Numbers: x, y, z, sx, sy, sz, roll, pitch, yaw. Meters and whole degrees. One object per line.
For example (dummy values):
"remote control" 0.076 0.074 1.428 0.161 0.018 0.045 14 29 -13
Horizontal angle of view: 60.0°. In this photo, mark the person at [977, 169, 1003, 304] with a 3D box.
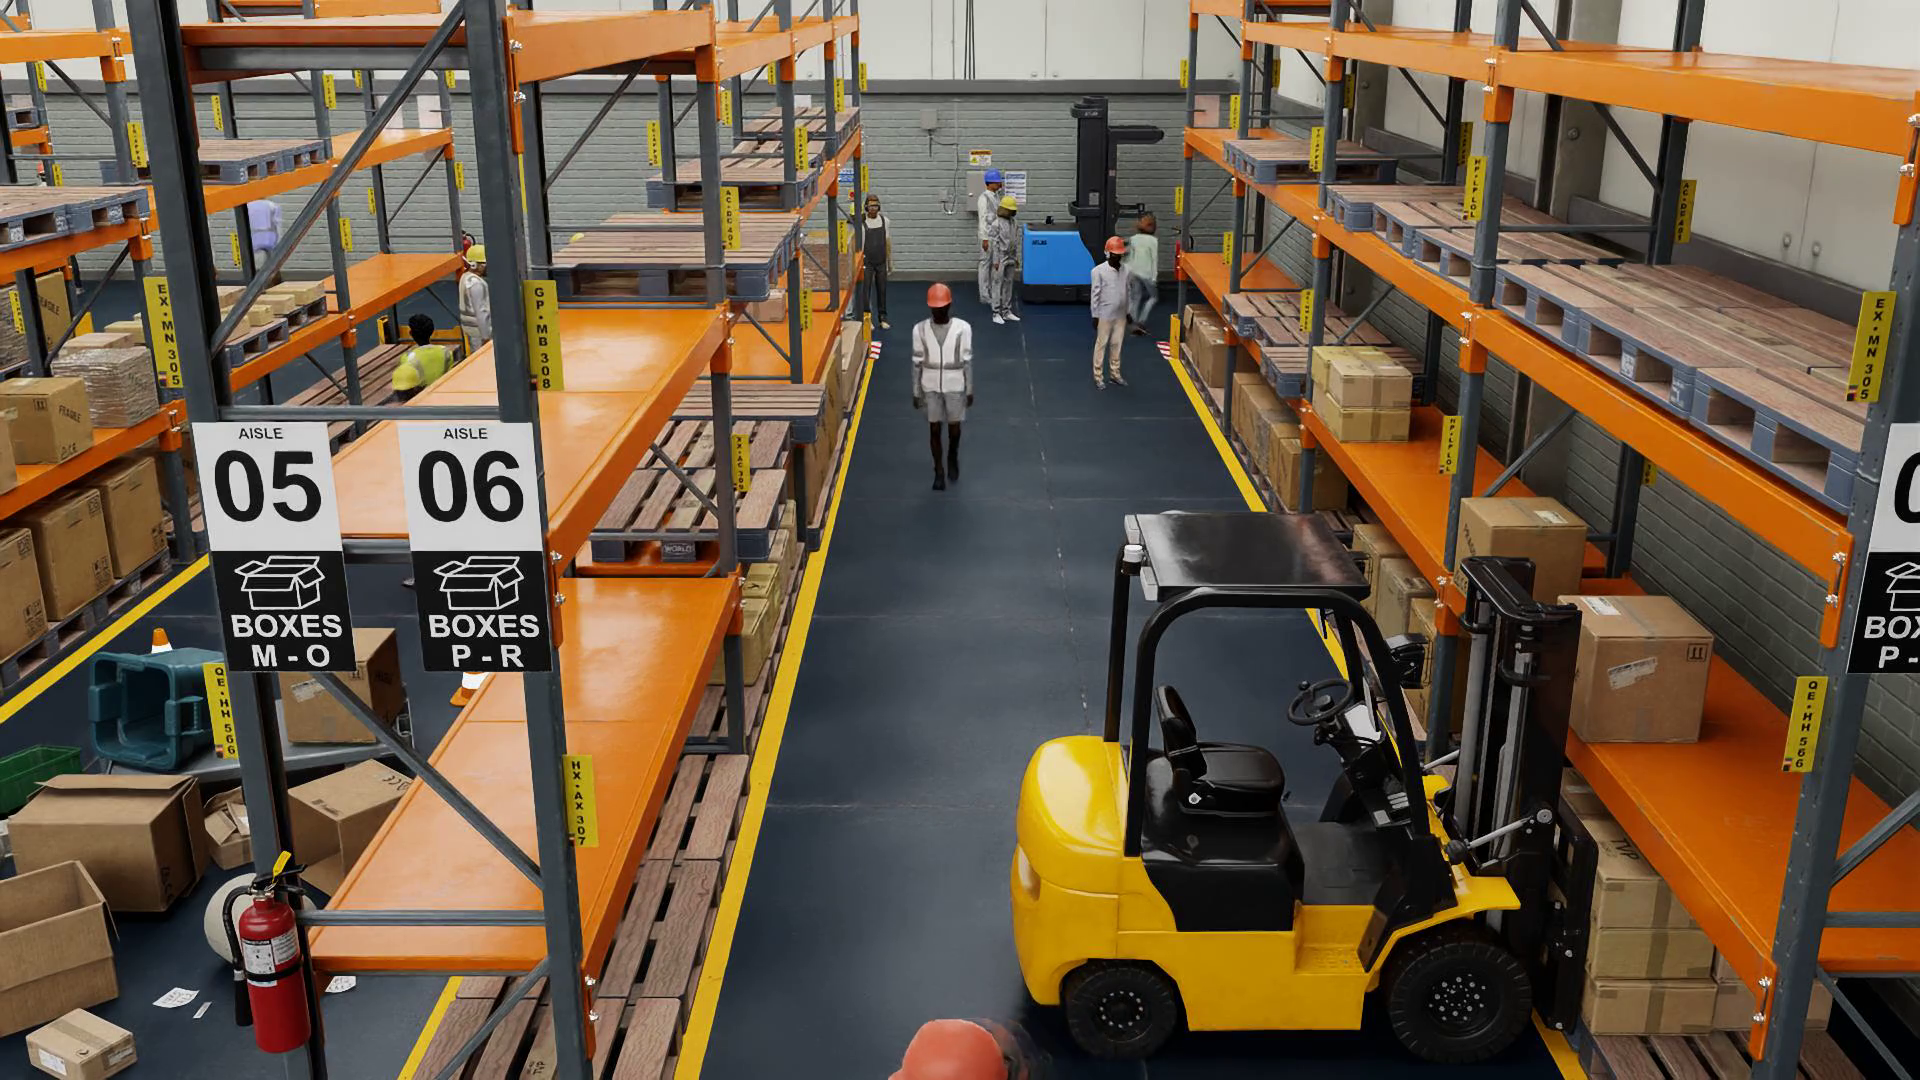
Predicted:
"person" 0.450 -4.459 24.436 0.387 1.948 0.602 7 20 20

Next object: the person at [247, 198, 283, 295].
"person" -10.006 -4.251 23.918 0.545 1.892 0.952 -4 19 -13

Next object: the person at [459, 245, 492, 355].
"person" -5.195 -2.277 18.032 0.404 1.824 0.591 -9 20 -26

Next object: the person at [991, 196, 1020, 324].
"person" 0.642 -3.878 23.005 0.302 1.741 0.485 16 24 40

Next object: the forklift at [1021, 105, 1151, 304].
"forklift" 1.857 -4.944 24.441 1.873 2.768 1.129 0 18 0

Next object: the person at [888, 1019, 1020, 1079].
"person" 0.033 2.137 4.439 1.070 1.989 0.630 -1 18 -3

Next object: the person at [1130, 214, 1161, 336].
"person" 2.447 -3.504 22.058 0.380 1.610 0.532 -14 23 -37

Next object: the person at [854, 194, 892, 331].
"person" -1.168 -3.730 22.415 0.510 1.842 0.348 -8 20 -24

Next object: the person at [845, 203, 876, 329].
"person" -1.367 -3.683 22.423 0.484 1.736 0.321 -4 19 -11

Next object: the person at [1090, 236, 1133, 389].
"person" 1.766 -2.626 19.196 0.575 1.749 0.336 -11 21 -30

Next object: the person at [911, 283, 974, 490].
"person" -0.166 -1.394 15.207 0.574 1.920 0.399 2 18 6

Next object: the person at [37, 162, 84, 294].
"person" -13.608 -4.681 25.033 0.608 1.995 0.377 -10 21 -28

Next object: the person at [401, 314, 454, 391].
"person" -4.752 -1.185 14.941 0.319 1.692 0.536 14 23 35

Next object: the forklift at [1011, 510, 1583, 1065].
"forklift" 1.387 1.055 7.378 2.313 2.155 1.214 0 18 0
